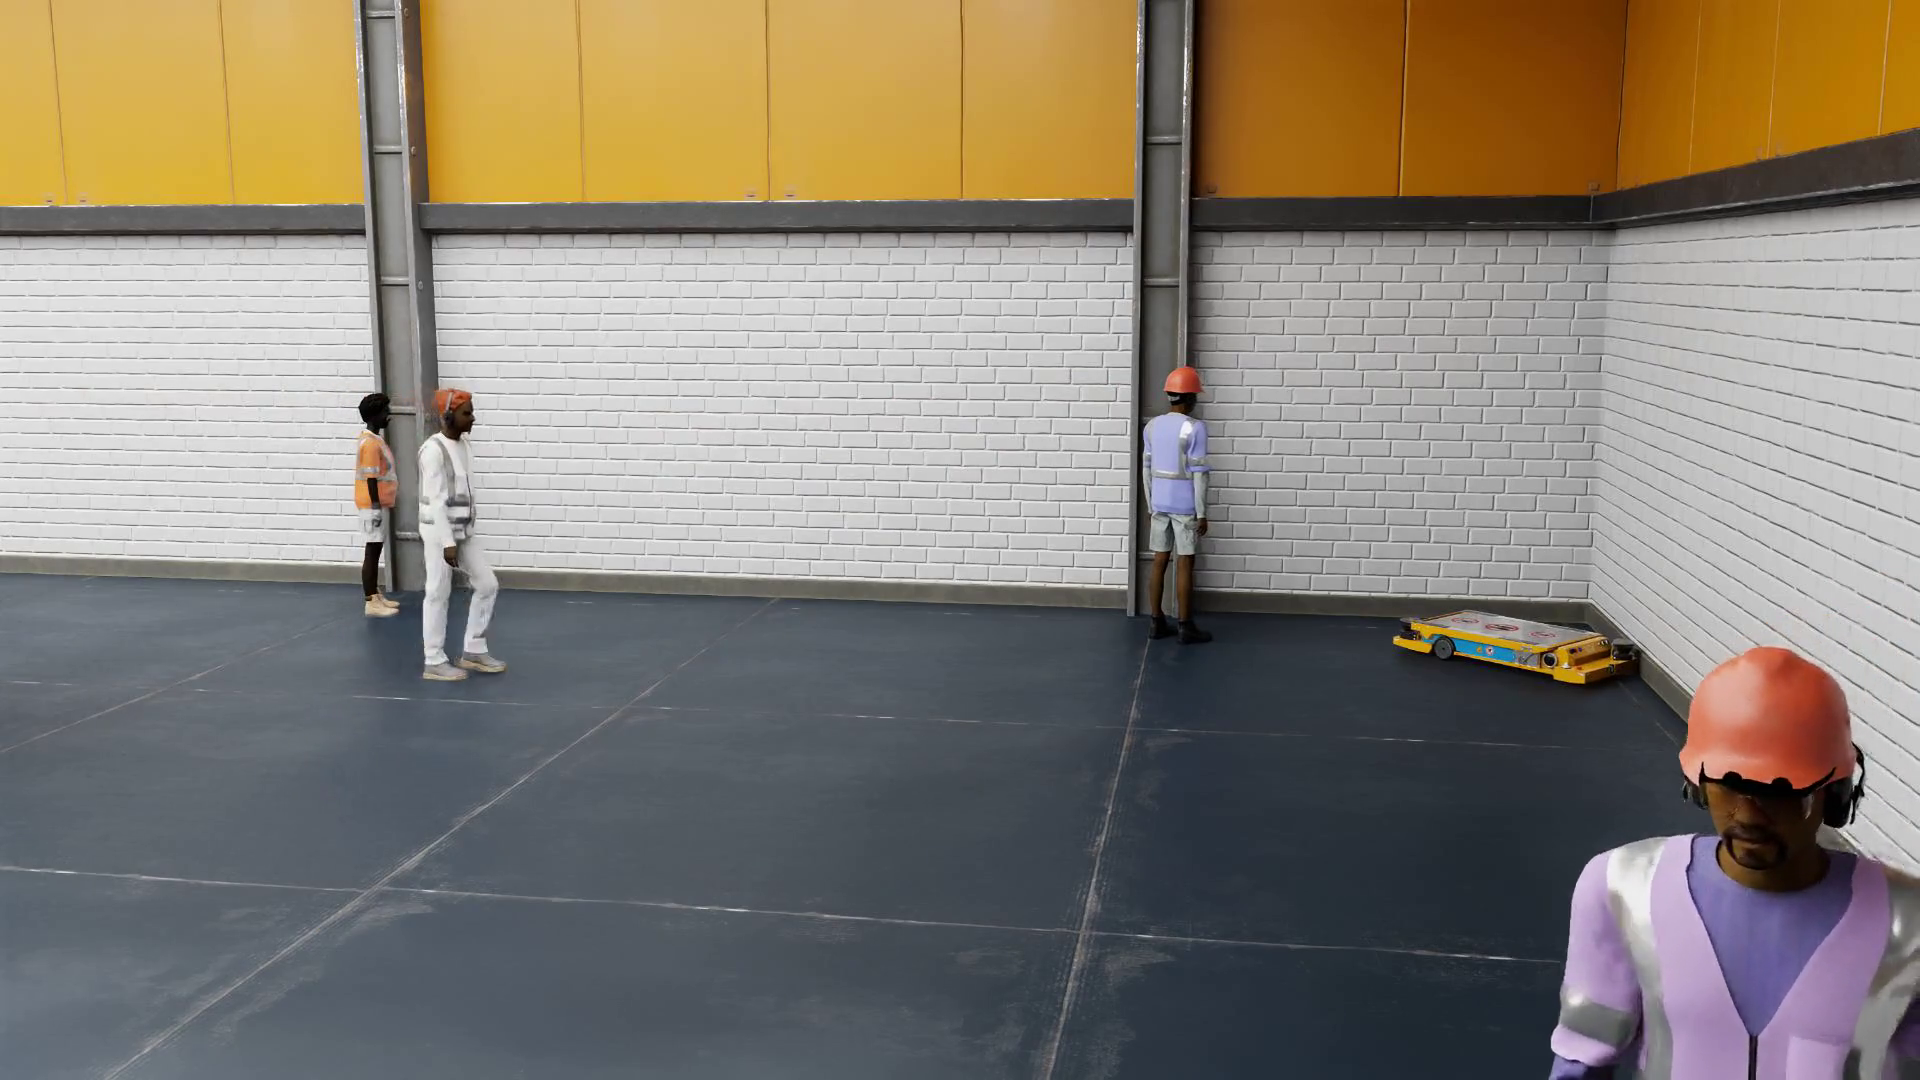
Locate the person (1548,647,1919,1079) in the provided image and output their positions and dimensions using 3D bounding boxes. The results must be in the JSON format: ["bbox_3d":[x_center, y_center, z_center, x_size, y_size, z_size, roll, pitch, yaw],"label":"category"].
[{"bbox_3d":[1.256,1.169,2.708,0.633,2.013,0.759,6,11,33],"label":"person"}]

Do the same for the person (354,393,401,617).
[{"bbox_3d":[-4.403,-0.264,12.553,0.318,1.691,0.532,-3,10,-18],"label":"person"}]

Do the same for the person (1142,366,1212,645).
[{"bbox_3d":[1.531,-0.242,11.658,0.377,1.938,0.547,-8,12,-41],"label":"person"}]

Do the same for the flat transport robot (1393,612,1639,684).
[{"bbox_3d":[3.675,0.686,11.057,0.652,0.197,1.431,-8,12,-39],"label":"flat transport robot"}]

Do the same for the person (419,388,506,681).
[{"bbox_3d":[-3.165,-0.019,10.522,0.619,1.864,0.597,2,9,13],"label":"person"}]
